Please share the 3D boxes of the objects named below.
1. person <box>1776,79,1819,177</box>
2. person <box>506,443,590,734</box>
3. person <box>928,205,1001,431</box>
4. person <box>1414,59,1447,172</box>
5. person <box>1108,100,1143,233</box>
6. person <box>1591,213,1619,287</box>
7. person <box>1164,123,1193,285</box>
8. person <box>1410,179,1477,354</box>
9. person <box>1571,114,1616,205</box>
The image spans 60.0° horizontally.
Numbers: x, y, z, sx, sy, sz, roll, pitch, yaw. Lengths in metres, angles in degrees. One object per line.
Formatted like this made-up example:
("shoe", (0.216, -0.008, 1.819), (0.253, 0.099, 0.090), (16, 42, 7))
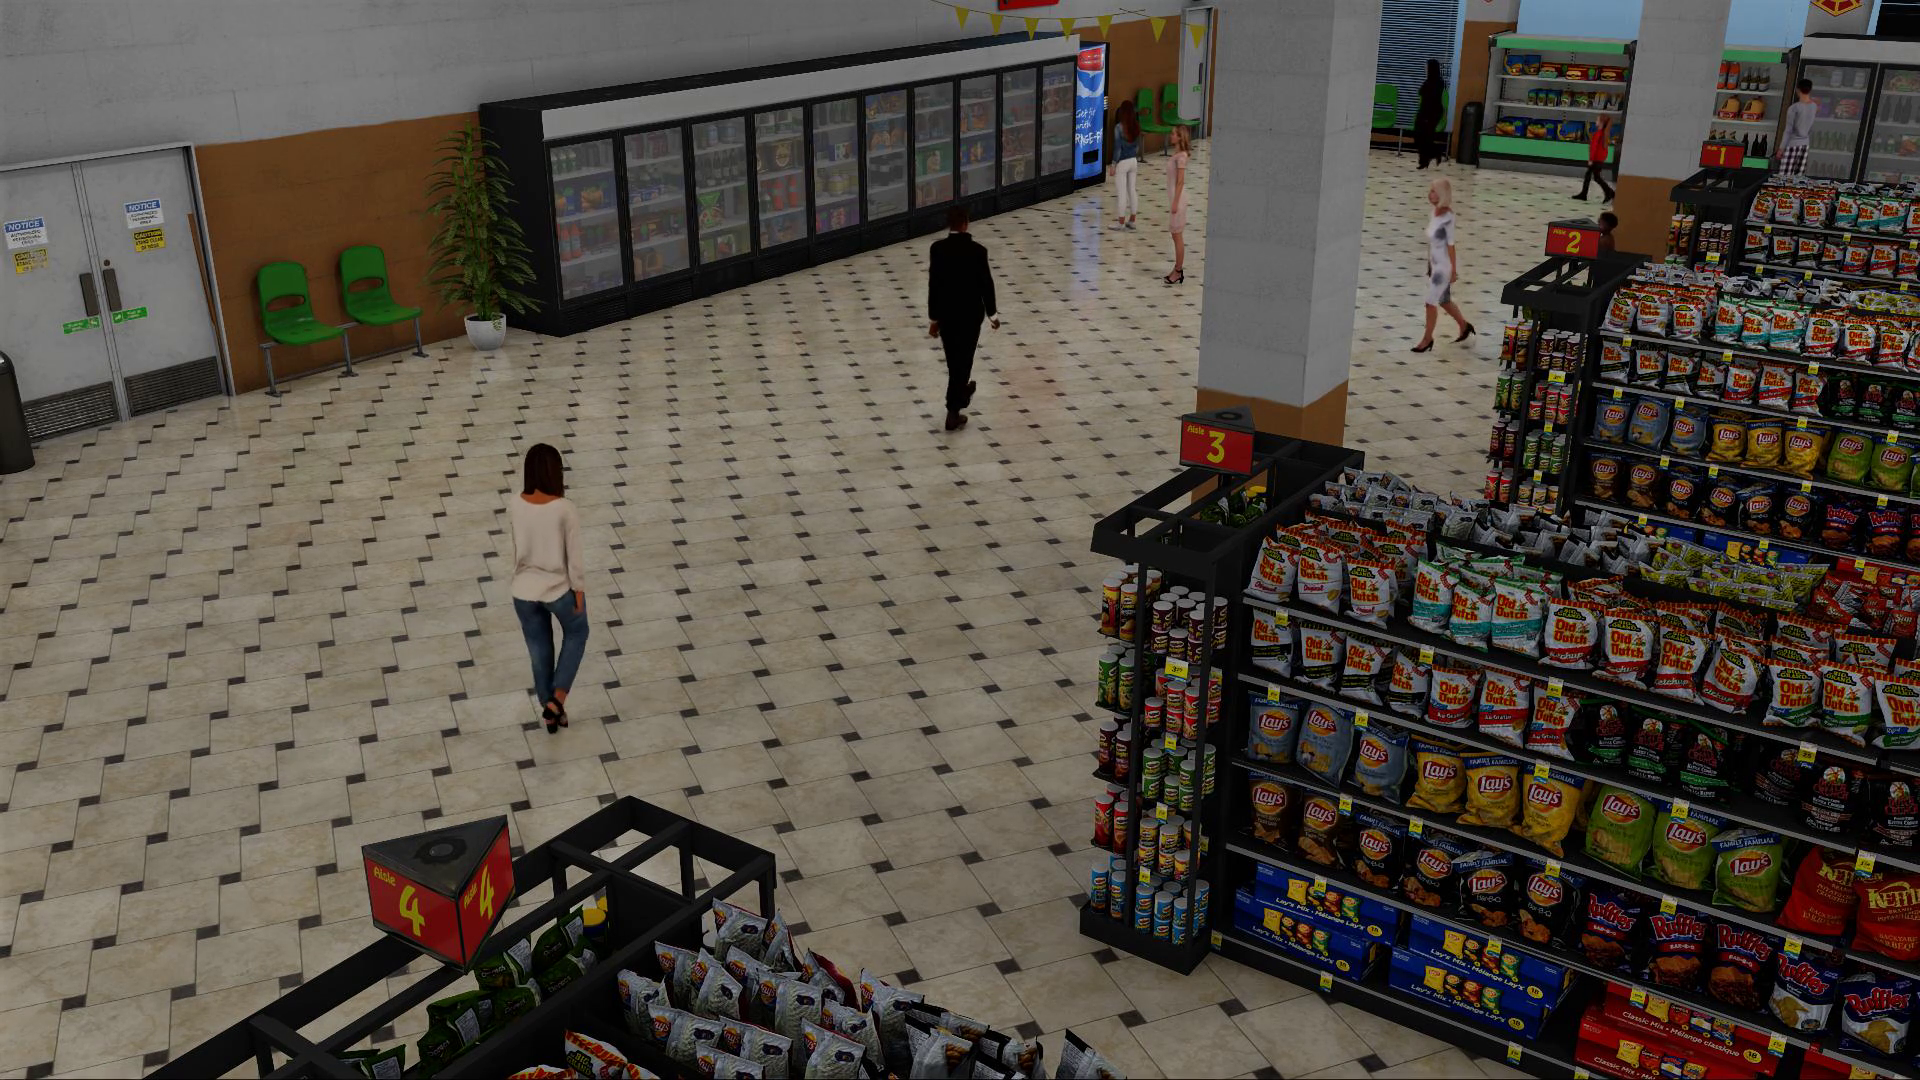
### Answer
("person", (11.623, -5.454, 23.115), (0.706, 1.845, 0.732), (-7, 23, -17))
("person", (-2.266, 0.314, 8.996), (0.746, 1.670, 0.822), (4, 22, 10))
("person", (-0.024, -1.855, 14.134), (1.160, 1.864, 0.907), (9, 24, 21))
("person", (7.540, -6.719, 26.400), (0.821, 1.743, 0.700), (18, 28, 38))
("person", (2.219, -4.984, 22.136), (0.667, 1.703, 0.611), (-17, 27, -36))
("person", (6.690, -2.755, 17.202), (0.608, 1.246, 0.528), (14, 26, 31))
("person", (2.531, -3.893, 19.251), (0.650, 1.830, 0.643), (2, 22, 5))
("person", (4.823, -2.679, 16.385), (1.010, 1.714, 0.937), (-2, 22, -5))
("person", (9.220, -5.469, 23.932), (0.871, 1.265, 0.508), (16, 27, 34))
